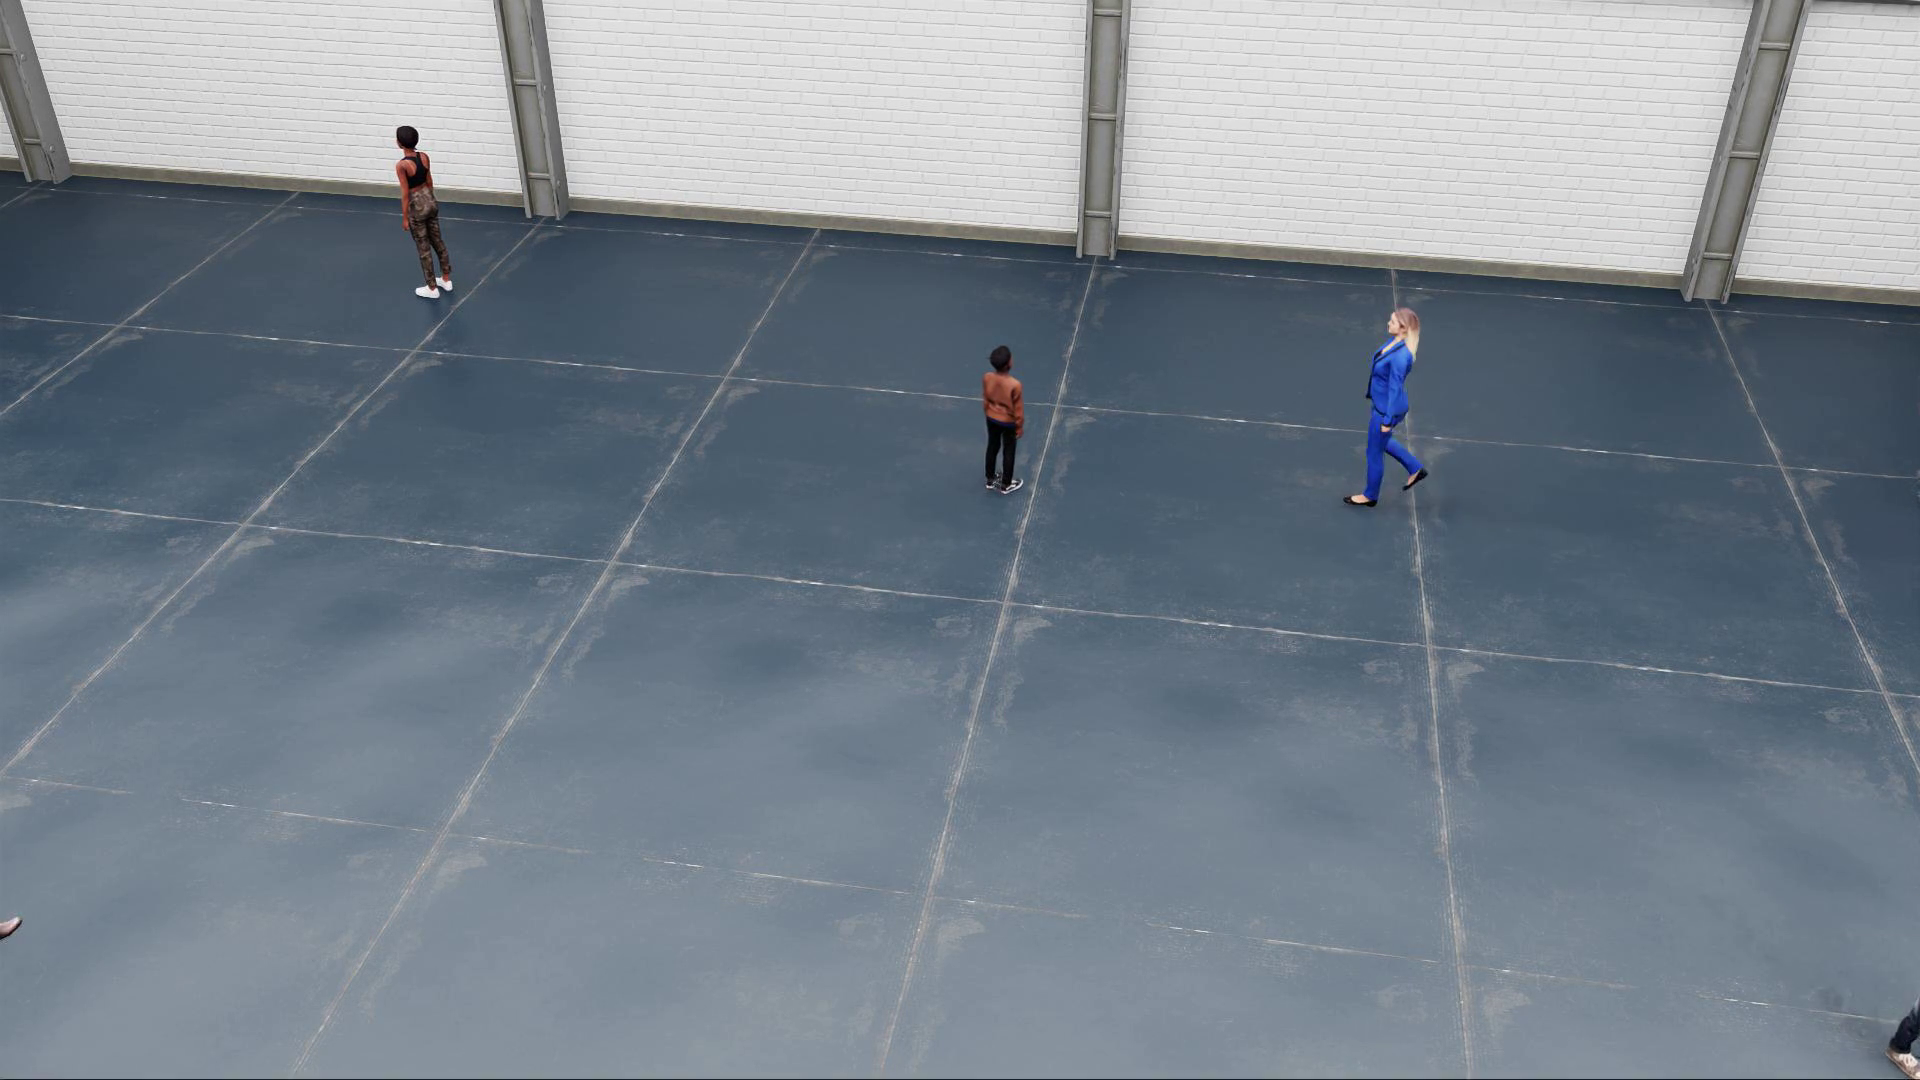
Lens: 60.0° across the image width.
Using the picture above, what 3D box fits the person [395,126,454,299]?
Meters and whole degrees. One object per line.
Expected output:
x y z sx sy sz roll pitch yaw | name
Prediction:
-5.183 -3.165 15.994 0.622 1.700 0.643 17 37 23 | person

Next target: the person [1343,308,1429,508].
3.370 -0.986 12.727 0.830 1.687 0.604 5 34 8 | person

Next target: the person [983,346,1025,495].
0.321 -0.949 13.063 0.529 1.253 0.642 22 40 30 | person
